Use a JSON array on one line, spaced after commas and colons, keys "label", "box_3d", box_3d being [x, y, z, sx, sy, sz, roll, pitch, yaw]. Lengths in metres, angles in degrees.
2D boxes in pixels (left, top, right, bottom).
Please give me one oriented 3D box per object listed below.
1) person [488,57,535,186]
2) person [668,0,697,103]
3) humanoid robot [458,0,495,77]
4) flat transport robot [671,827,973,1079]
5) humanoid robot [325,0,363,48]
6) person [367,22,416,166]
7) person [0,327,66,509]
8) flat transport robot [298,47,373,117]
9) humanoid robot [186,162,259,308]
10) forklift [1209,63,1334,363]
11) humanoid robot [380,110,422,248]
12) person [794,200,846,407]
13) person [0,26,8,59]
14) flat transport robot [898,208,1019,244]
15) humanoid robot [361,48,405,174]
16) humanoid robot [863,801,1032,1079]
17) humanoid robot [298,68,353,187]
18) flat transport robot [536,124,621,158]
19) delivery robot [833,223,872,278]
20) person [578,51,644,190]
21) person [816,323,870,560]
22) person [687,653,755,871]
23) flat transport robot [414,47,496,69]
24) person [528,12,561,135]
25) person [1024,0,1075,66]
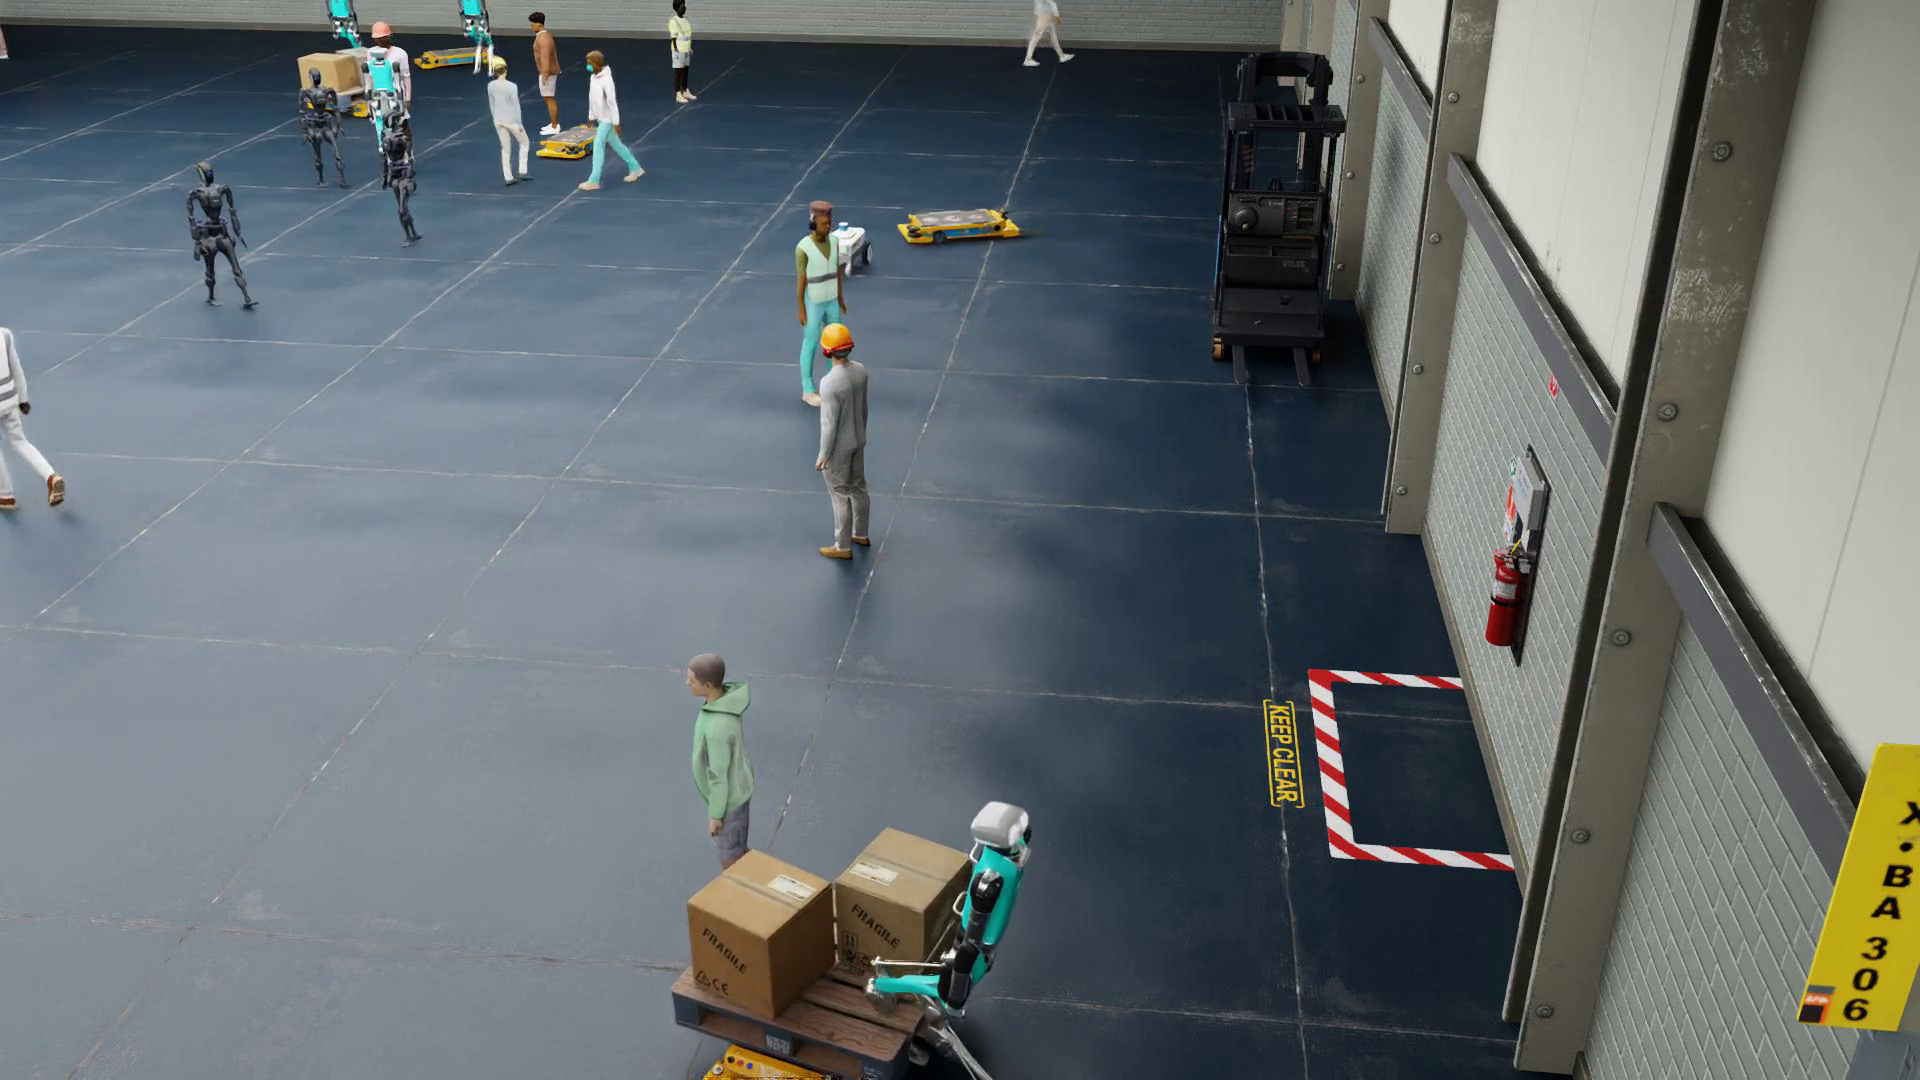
[{"label": "person", "box_3d": [-6.239, -5.821, 23.121, 0.561, 1.725, 0.564, 13, 29, 24]}, {"label": "person", "box_3d": [-4.677, -8.245, 28.003, 0.319, 1.697, 0.532, 10, 28, 19]}, {"label": "humanoid robot", "box_3d": [-8.611, -9.211, 29.874, 0.537, 1.769, 0.785, 4, 27, 8]}, {"label": "flat transport robot", "box_3d": [-0.683, 2.381, 8.385, 0.659, 0.231, 1.431, 11, 29, 21]}, {"label": "humanoid robot", "box_3d": [-10.930, -9.216, 29.930, 0.530, 1.768, 0.979, 4, 27, 8]}, {"label": "person", "box_3d": [-8.198, -6.413, 23.965, 0.606, 2.044, 0.373, 2, 27, 4]}, {"label": "person", "box_3d": [-7.810, -1.085, 13.528, 0.753, 1.861, 0.585, 11, 28, 20]}, {"label": "flat transport robot", "box_3d": [-10.081, -7.223, 27.557, 1.431, 0.231, 0.659, 16, 31, 28]}, {"label": "humanoid robot", "box_3d": [-8.158, -3.331, 18.258, 0.771, 1.623, 0.586, 19, 32, 33]}, {"label": "forklift", "box_3d": [3.241, -3.477, 17.183, 1.129, 2.768, 1.873, 3, 27, 6]}, {"label": "humanoid robot", "box_3d": [-6.909, -4.459, 20.472, 0.599, 1.644, 0.463, 17, 31, 31]}, {"label": "person", "box_3d": [-1.332, -2.264, 15.754, 0.412, 1.974, 0.508, 22, 34, 37]}, {"label": "person", "box_3d": [-18.422, -10.019, 31.324, 0.408, 1.909, 0.641, 18, 32, 31]}, {"label": "flat transport robot", "box_3d": [-0.021, -3.977, 21.079, 1.431, 0.231, 0.659, -6, 27, -13]}, {"label": "humanoid robot", "box_3d": [-8.101, -5.946, 23.412, 0.536, 1.813, 0.803, -4, 27, -8]}, {"label": "humanoid robot", "box_3d": [-0.114, 1.914, 7.701, 1.016, 1.712, 0.538, 9, 28, 18]}, {"label": "humanoid robot", "box_3d": [-8.759, -5.653, 22.862, 0.593, 1.640, 0.642, -21, 33, -35]}, {"label": "flat transport robot", "box_3d": [-5.765, -6.034, 25.184, 0.659, 0.231, 1.431, 8, 28, 16]}, {"label": "delivery robot", "box_3d": [-1.366, -3.470, 19.736, 0.499, 0.586, 0.773, 6, 27, 12]}, {"label": "person", "box_3d": [-4.874, -5.832, 22.997, 1.001, 1.872, 0.488, -16, 31, -29]}, {"label": "person", "box_3d": [-0.911, -0.761, 12.845, 0.354, 1.893, 0.588, 15, 30, 28]}, {"label": "person", "box_3d": [-1.233, 1.363, 8.788, 0.315, 1.733, 0.475, -2, 27, -5]}, {"label": "flat transport robot", "box_3d": [-9.442, -9.042, 31.190, 1.431, 0.231, 0.659, -14, 30, -26]}, {"label": "person", "box_3d": [-6.426, -7.275, 25.906, 0.409, 1.844, 0.797, -6, 27, -12]}, {"label": "person", "box_3d": [1.660, -9.737, 30.841, 1.026, 1.820, 0.510, -3, 27, -6]}]
